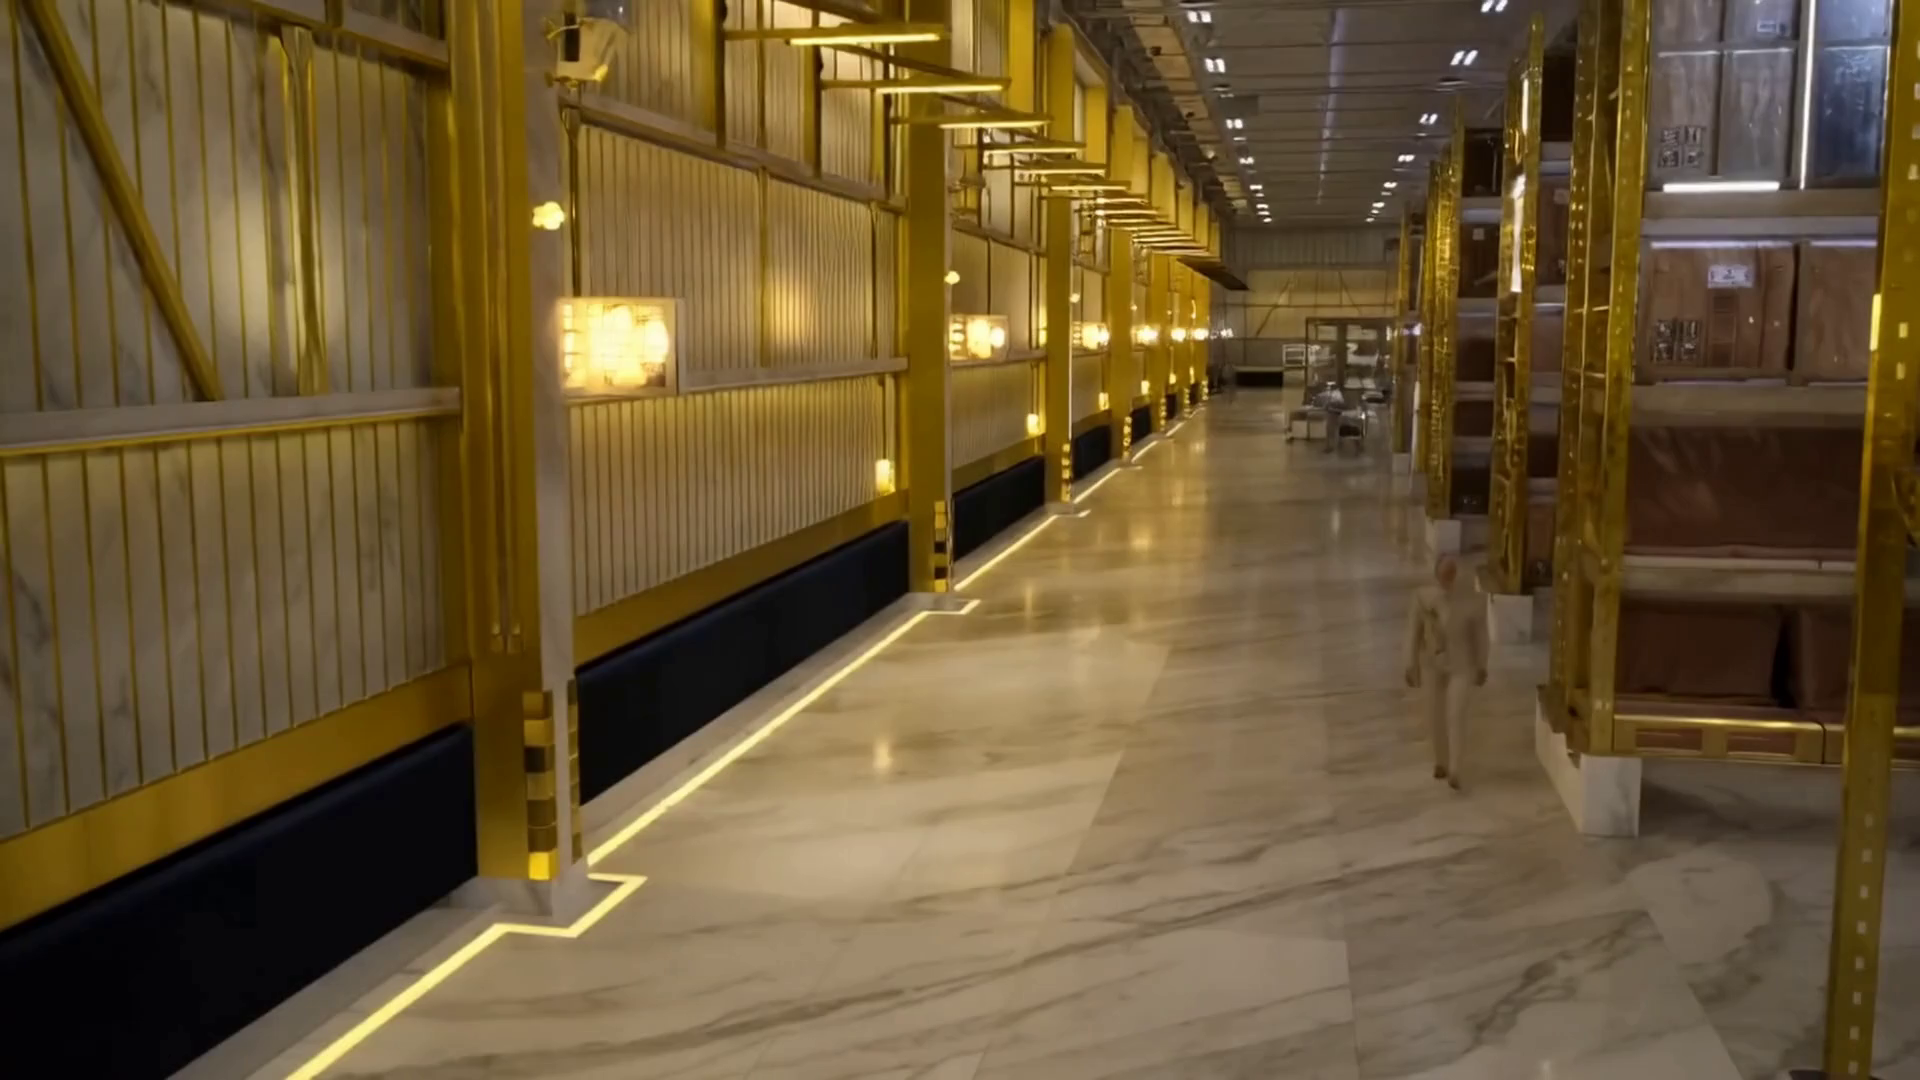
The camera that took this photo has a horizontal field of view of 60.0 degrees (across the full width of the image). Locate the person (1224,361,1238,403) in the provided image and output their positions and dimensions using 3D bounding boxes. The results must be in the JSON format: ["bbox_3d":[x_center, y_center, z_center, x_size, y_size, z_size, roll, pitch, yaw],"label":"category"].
[{"bbox_3d":[11.947,-6.944,73.173,0.617,1.821,0.425,0,7,-1],"label":"person"}]

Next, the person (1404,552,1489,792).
[{"bbox_3d":[3.290,0.890,11.286,0.540,1.601,0.789,3,8,21],"label":"person"}]
